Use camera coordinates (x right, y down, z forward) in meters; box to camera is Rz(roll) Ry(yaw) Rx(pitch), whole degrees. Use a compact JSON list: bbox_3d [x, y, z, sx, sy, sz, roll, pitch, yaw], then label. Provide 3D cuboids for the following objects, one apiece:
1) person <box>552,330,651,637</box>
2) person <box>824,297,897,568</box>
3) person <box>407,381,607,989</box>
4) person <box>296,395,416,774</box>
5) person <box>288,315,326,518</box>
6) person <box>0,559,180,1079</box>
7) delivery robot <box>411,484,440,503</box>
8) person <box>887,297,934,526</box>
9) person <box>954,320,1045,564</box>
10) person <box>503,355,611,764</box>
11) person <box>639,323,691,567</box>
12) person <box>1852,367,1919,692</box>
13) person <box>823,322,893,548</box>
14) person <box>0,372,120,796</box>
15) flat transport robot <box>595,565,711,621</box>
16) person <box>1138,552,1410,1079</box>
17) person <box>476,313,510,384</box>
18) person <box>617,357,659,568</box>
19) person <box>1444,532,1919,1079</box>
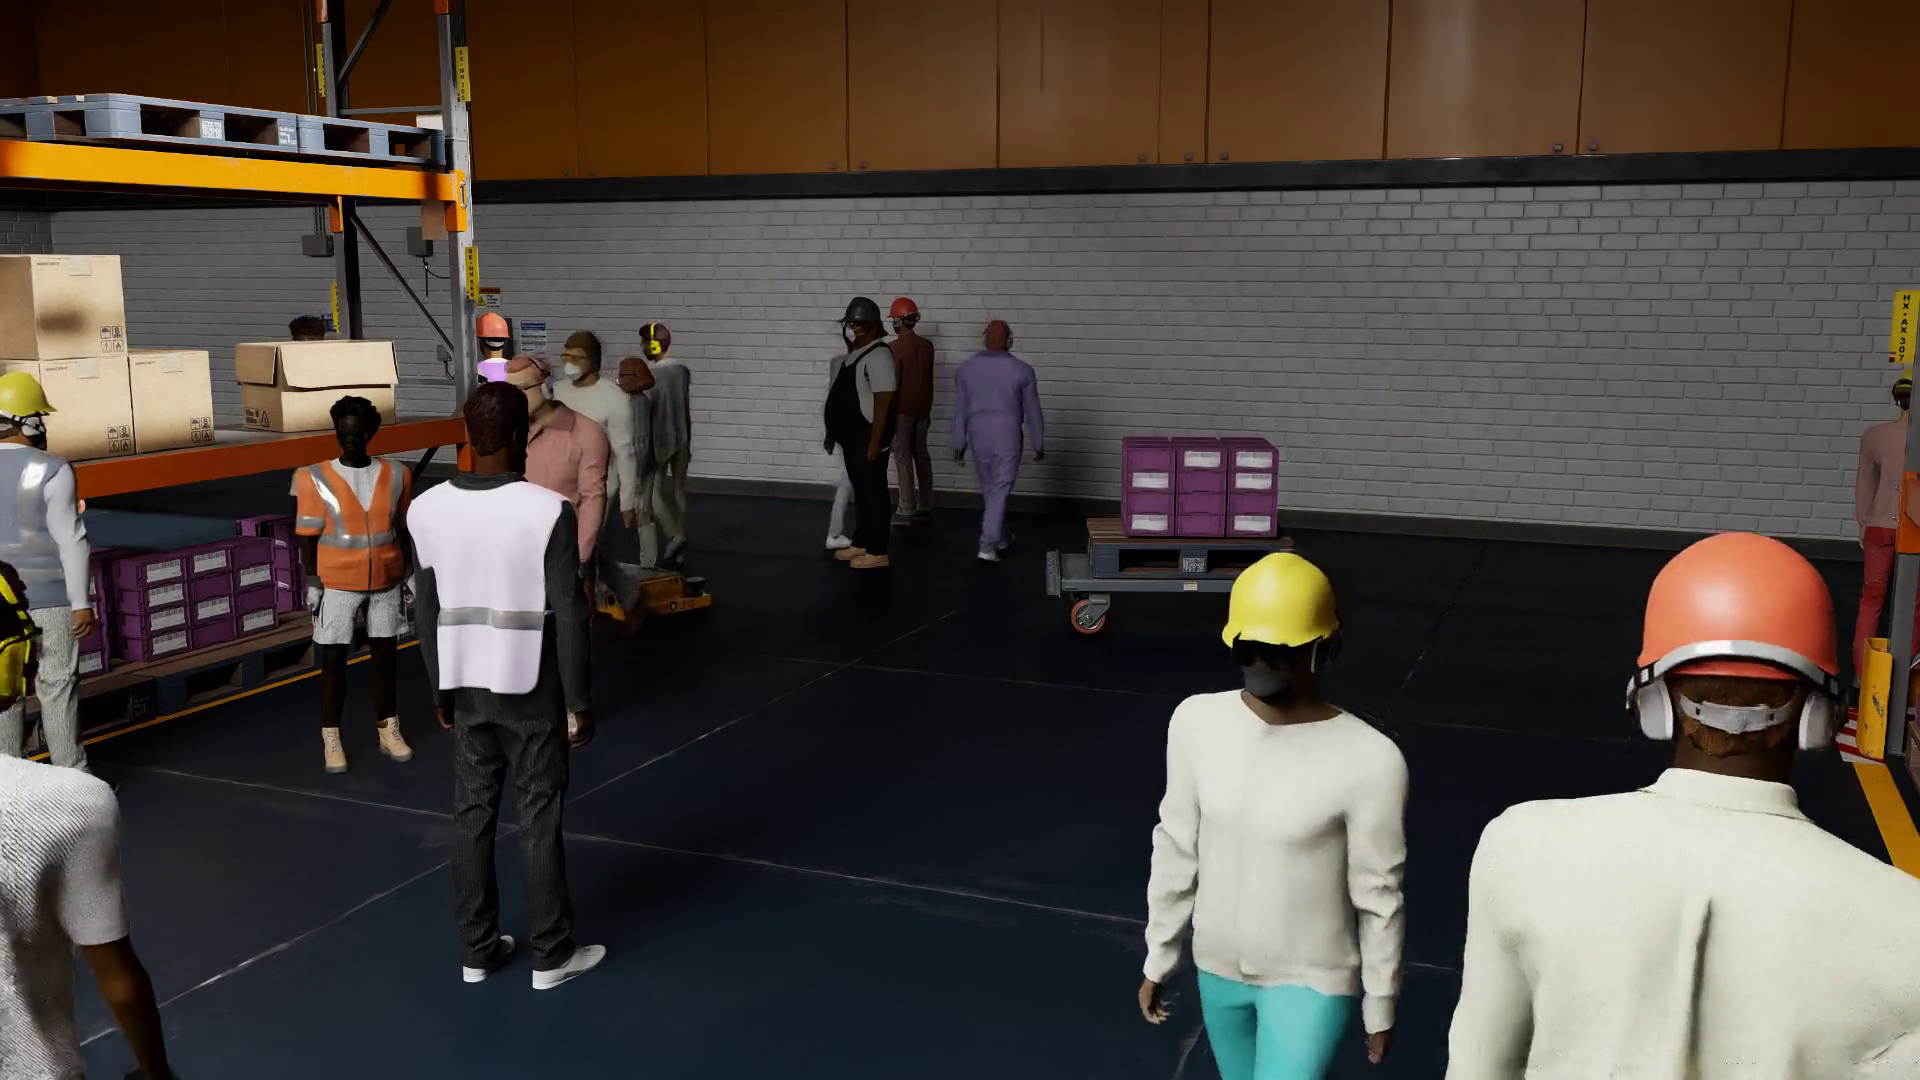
[{"bbox_3d":[-2.131,-0.279,9.756,0.630,1.914,0.908,6,11,33],"label":"person"},{"bbox_3d":[-0.754,-0.814,12.572,0.537,2.000,0.682,-3,10,-20],"label":"person"},{"bbox_3d":[-1.424,0.464,5.212,0.592,1.917,0.392,3,10,16],"label":"person"},{"bbox_3d":[-2.711,0.189,7.526,0.536,1.699,0.322,-7,12,-38],"label":"person"},{"bbox_3d":[-4.495,-0.603,11.631,0.633,1.919,0.979,5,11,29],"label":"person"},{"bbox_3d":[-1.534,0.912,2.722,0.551,1.835,0.845,0,9,-3],"label":"person"},{"bbox_3d":[-4.056,-0.194,13.026,0.477,0.478,0.707,-8,12,-39],"label":"delivery robot"},{"bbox_3d":[-0.471,-1.126,14.602,0.396,1.993,0.618,7,12,38],"label":"person"},{"bbox_3d":[0.309,-0.764,12.845,0.666,1.853,1.020,4,10,22],"label":"person"},{"bbox_3d":[-1.930,0.090,7.639,0.631,1.850,0.968,0,9,3],"label":"person"},{"bbox_3d":[-2.169,-0.707,12.537,0.512,1.849,0.556,-8,12,-41],"label":"person"},{"bbox_3d":[4.958,-0.037,8.724,0.321,1.761,0.522,-5,11,-29],"label":"person"},{"bbox_3d":[-0.772,-0.866,13.499,0.871,1.837,0.509,-7,12,-37],"label":"person"},{"bbox_3d":[-3.867,0.221,6.926,0.591,1.834,0.404,2,10,12],"label":"person"},{"bbox_3d":[-2.392,0.308,11.122,1.431,0.197,0.652,8,12,39],"label":"flat transport robot"},{"bbox_3d":[0.683,0.855,3.433,0.519,1.728,0.866,8,12,40],"label":"person"},{"bbox_3d":[-3.278,-0.635,11.796,0.544,1.939,0.372,-7,12,-37],"label":"person"},{"bbox_3d":[-2.265,-0.462,11.672,0.283,1.633,0.497,-3,10,-16],"label":"person"},{"bbox_3d":[0.838,0.978,2.031,0.621,1.955,0.953,6,11,32],"label":"person"}]
